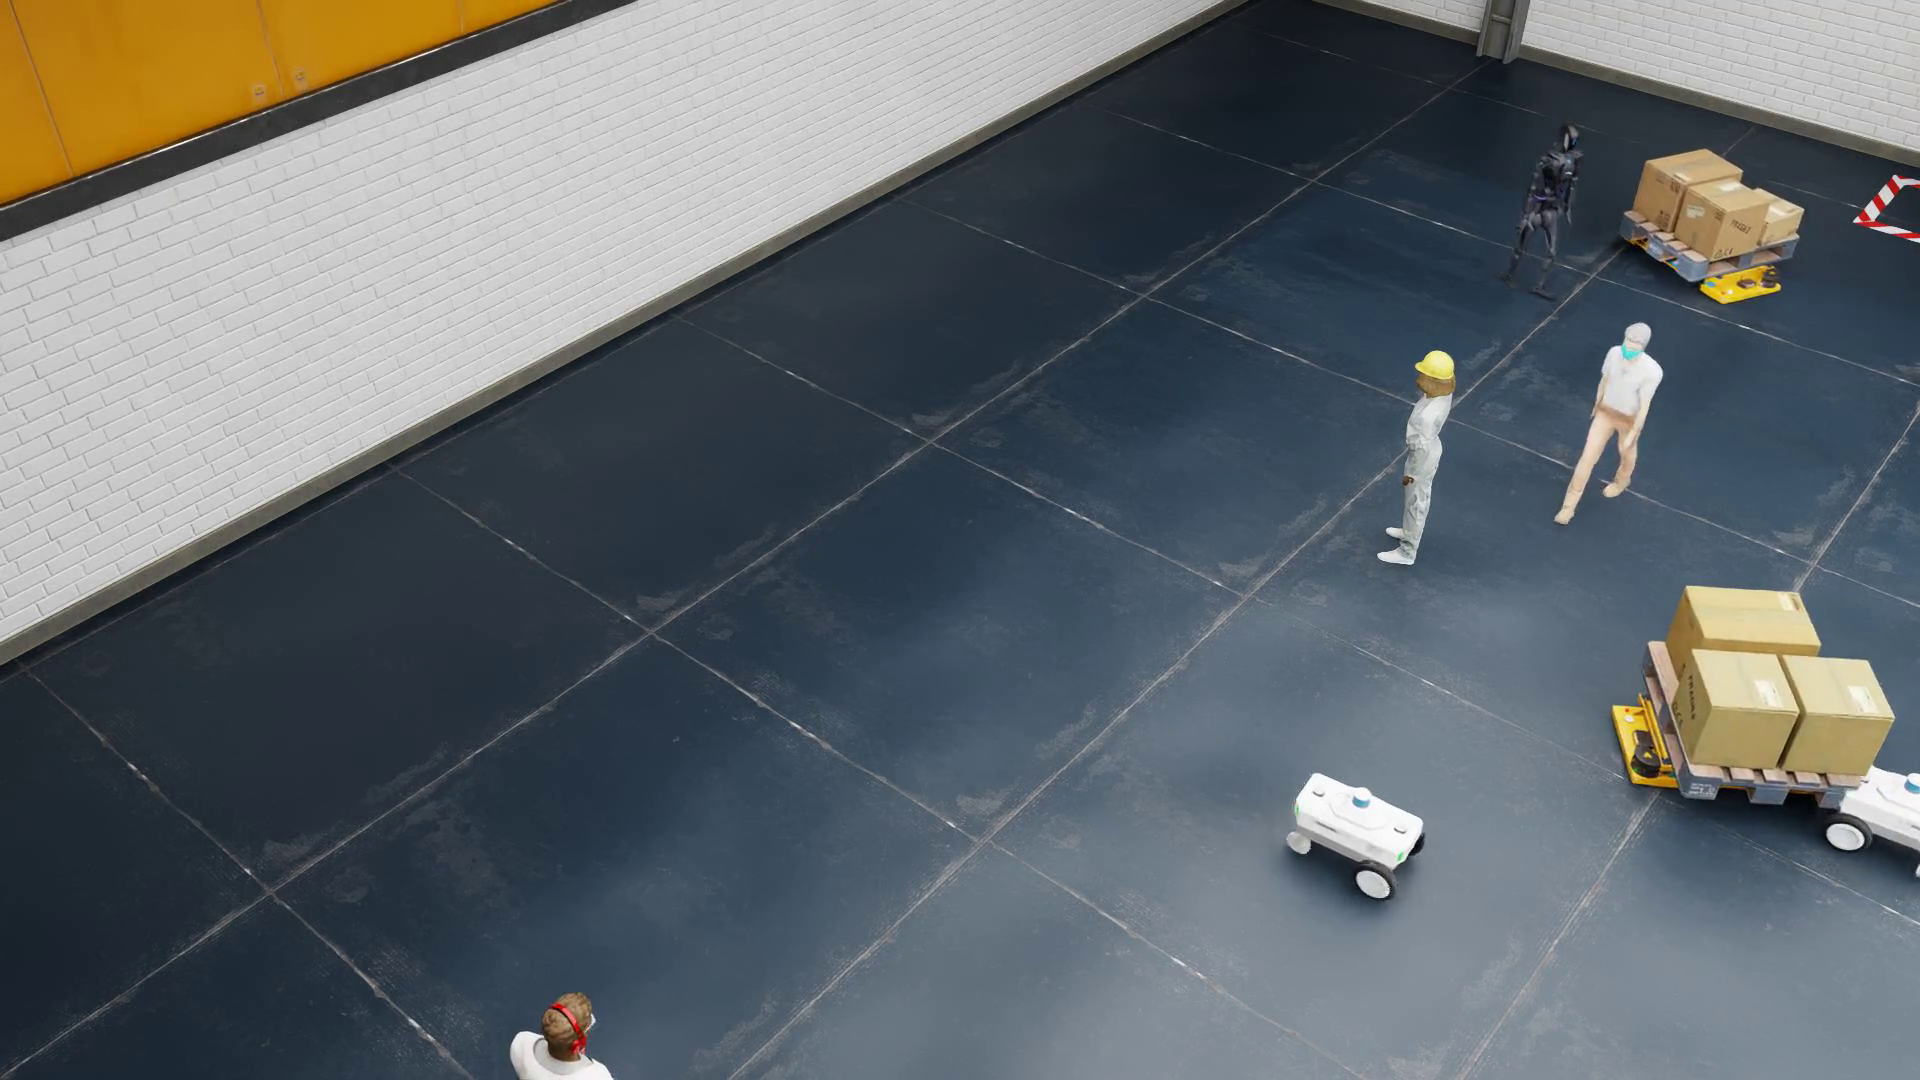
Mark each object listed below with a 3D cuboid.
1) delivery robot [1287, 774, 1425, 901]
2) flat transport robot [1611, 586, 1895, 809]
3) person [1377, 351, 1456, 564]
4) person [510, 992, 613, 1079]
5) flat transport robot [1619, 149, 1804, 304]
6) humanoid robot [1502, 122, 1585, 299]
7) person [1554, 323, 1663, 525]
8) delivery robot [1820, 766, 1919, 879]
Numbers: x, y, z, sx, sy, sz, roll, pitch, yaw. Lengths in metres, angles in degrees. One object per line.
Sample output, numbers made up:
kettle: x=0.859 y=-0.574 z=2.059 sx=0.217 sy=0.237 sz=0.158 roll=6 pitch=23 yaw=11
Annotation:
delivery robot: x=2.358 y=1.713 z=9.921 sx=0.757 sy=0.580 sz=0.499 roll=23 pitch=44 yaw=26
flat transport robot: x=4.981 y=1.322 z=10.645 sx=1.431 sy=0.231 sz=0.659 roll=3 pitch=39 yaw=4
person: x=3.266 y=-0.590 z=11.843 sx=0.294 sy=1.743 sz=0.484 roll=16 pitch=42 yaw=19
person: x=-1.742 y=2.741 z=7.641 sx=0.571 sy=1.830 sz=0.394 roll=19 pitch=42 yaw=22
flat transport robot: x=6.944 y=-2.676 z=15.608 sx=0.659 sy=0.231 sz=1.431 roll=-14 pitch=41 yaw=-17
humanoid robot: x=5.230 y=-2.932 z=14.802 sx=0.589 sy=1.644 sz=0.428 roll=-17 pitch=42 yaw=-20
person: x=4.880 y=-0.923 z=12.308 sx=0.903 sy=1.688 sz=0.459 roll=-31 pitch=48 yaw=-32
delivery robot: x=5.623 y=1.648 z=10.025 sx=0.781 sy=0.610 sz=0.525 roll=21 pitch=44 yaw=24
